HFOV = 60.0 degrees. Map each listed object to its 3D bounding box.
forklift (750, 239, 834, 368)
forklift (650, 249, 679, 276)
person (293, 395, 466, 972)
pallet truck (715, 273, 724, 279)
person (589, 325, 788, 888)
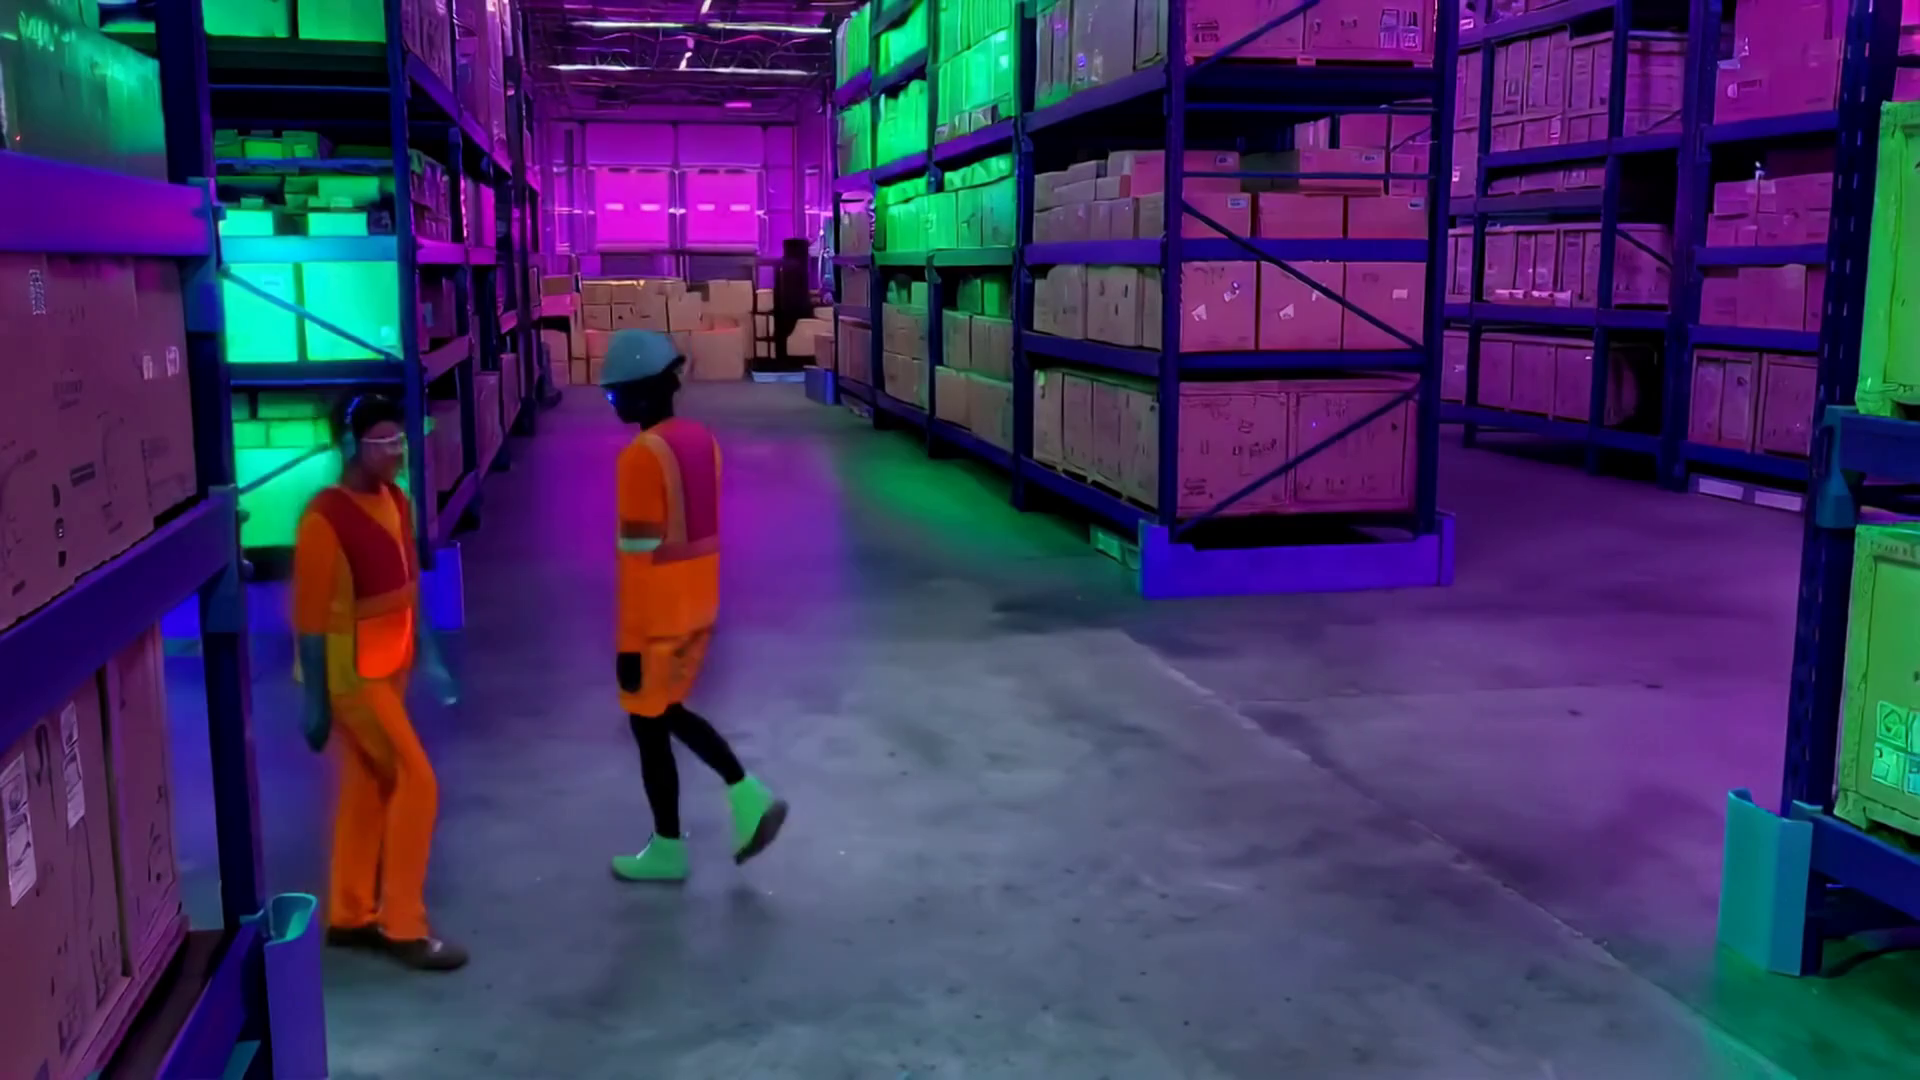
[{"bbox_3d":[-3.523,-5.161,36.282,1.873,2.768,1.129,2,10,13],"label":"forklift"},{"bbox_3d":[-9.853,-8.337,55.638,1.129,2.768,1.873,-8,12,-40],"label":"forklift"},{"bbox_3d":[-1.790,0.453,5.301,0.666,1.823,0.572,0,9,1],"label":"person"},{"bbox_3d":[-8.580,-8.986,62.280,1.885,1.965,0.823,1,9,5],"label":"pallet truck"},{"bbox_3d":[-0.984,0.258,5.876,0.598,2.016,0.653,3,10,17],"label":"person"}]
